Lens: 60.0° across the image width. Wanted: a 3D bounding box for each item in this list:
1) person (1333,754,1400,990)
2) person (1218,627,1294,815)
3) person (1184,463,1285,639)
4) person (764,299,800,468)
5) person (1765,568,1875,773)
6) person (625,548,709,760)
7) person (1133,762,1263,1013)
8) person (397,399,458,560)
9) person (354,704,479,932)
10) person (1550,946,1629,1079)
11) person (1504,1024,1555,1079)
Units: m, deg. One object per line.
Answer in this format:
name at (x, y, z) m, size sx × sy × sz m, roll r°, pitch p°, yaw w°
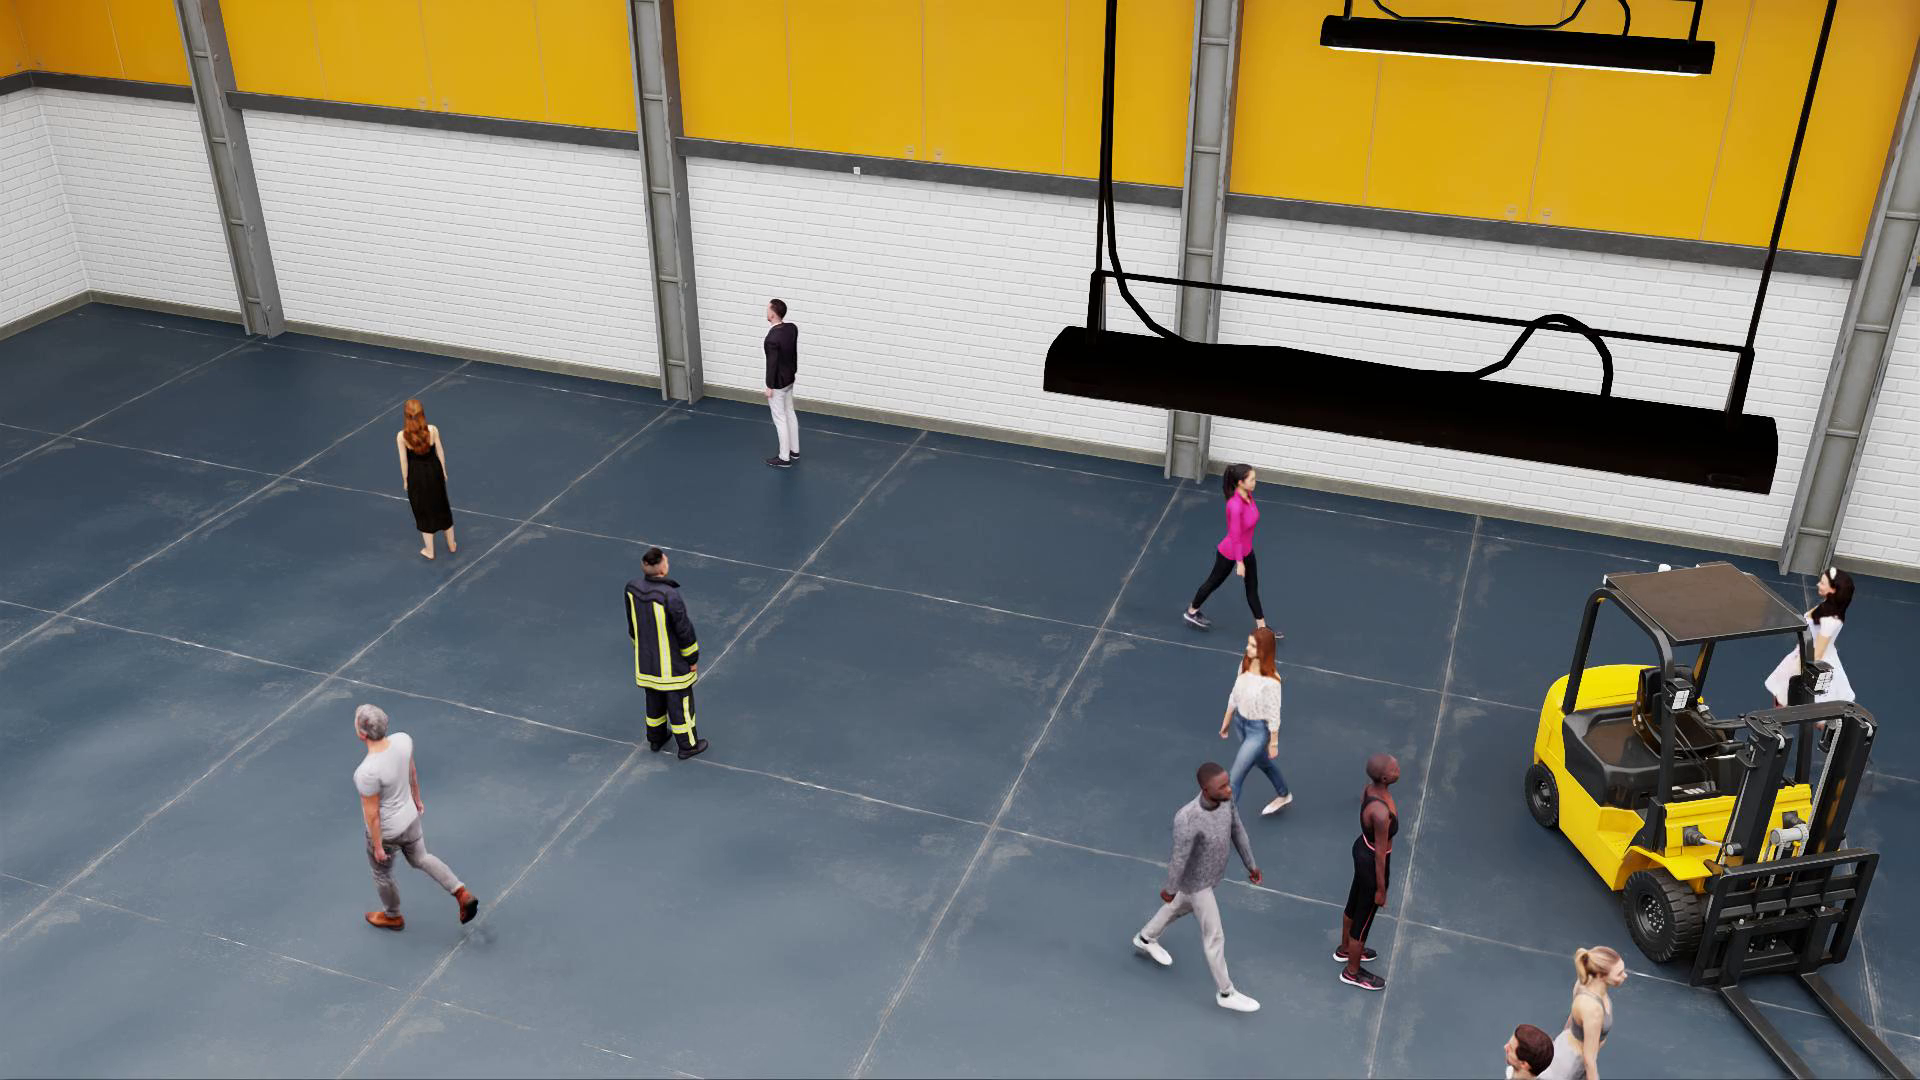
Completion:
person at (2.633, 2.100, 10.725) m, size 0.621 × 1.754 × 0.645 m, roll 2°, pitch 29°, yaw 3°
person at (2.210, 1.378, 12.123) m, size 1.169 × 1.683 × 1.100 m, roll -12°, pitch 31°, yaw -21°
person at (2.304, 0.105, 14.490) m, size 1.166 × 1.651 × 0.694 m, roll 14°, pitch 32°, yaw 24°
person at (-1.879, -1.668, 17.539) m, size 0.592 × 1.844 × 0.677 m, roll 14°, pitch 32°, yaw 24°
person at (6.558, 1.062, 12.589) m, size 1.150 × 1.791 × 0.706 m, roll 12°, pitch 31°, yaw 21°
person at (-2.298, 0.854, 12.897) m, size 0.667 × 1.861 × 0.844 m, roll 14°, pitch 32°, yaw 24°
person at (1.458, 2.122, 10.643) m, size 1.266 × 1.793 × 0.865 m, roll 18°, pitch 33°, yaw 29°
person at (-5.075, -0.586, 15.785) m, size 0.673 × 1.624 × 0.722 m, roll -17°, pitch 33°, yaw -28°
person at (-3.680, 1.898, 11.039) m, size 1.075 × 1.808 × 0.712 m, roll 8°, pitch 30°, yaw 15°
person at (3.328, 2.930, 9.313) m, size 1.128 × 1.650 × 0.609 m, roll 12°, pitch 31°, yaw 20°
person at (2.821, 3.220, 8.569) m, size 0.613 × 1.852 × 0.701 m, roll 14°, pitch 32°, yaw 24°
